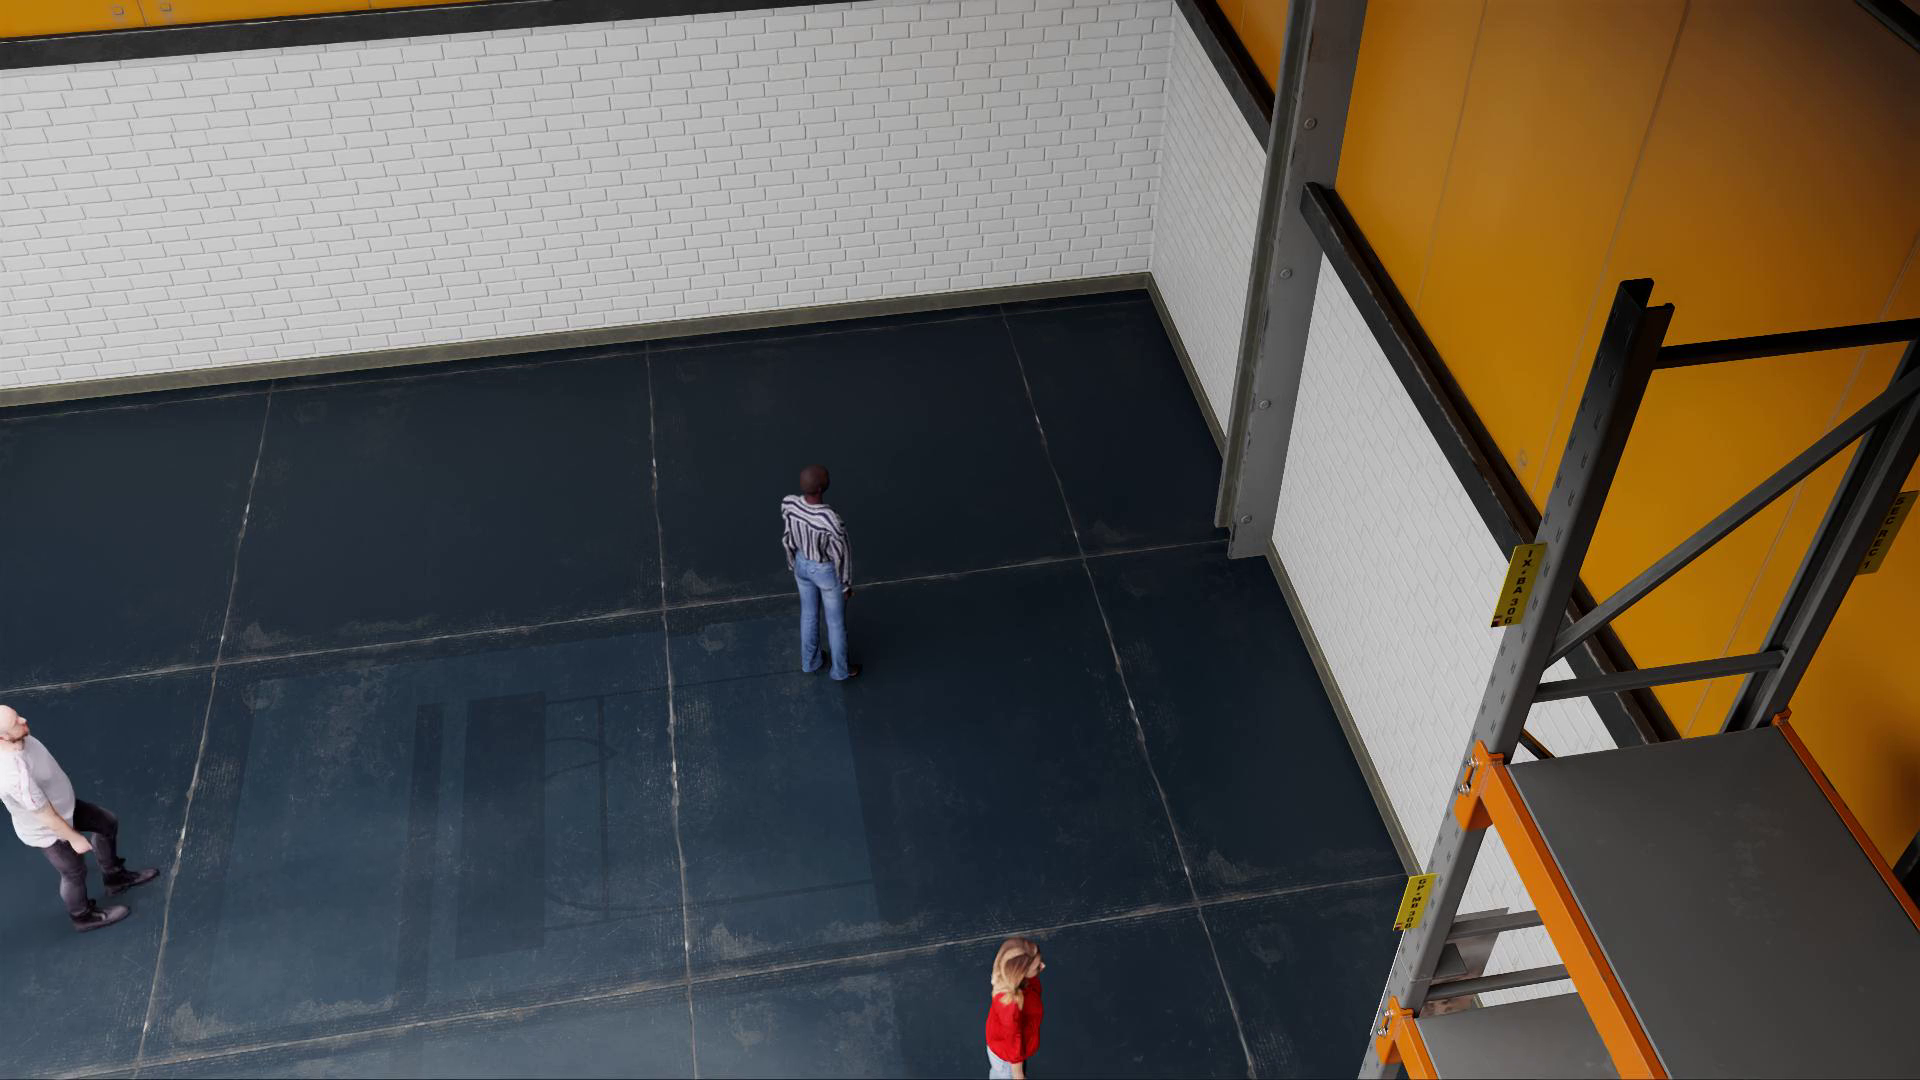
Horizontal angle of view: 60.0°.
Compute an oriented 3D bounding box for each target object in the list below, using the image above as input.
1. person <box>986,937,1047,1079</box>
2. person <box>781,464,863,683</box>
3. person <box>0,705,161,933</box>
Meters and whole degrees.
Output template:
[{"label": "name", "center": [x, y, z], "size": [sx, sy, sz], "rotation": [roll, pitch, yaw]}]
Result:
[{"label": "person", "center": [0.257, 2.484, 8.269], "size": [0.715, 1.704, 0.496], "rotation": [0, 44, 0]}, {"label": "person", "center": [-0.889, 0.227, 10.573], "size": [0.691, 1.795, 0.738], "rotation": [23, 48, 22]}, {"label": "person", "center": [-5.088, 1.564, 9.155], "size": [0.848, 1.814, 0.777], "rotation": [-20, 47, -20]}]
